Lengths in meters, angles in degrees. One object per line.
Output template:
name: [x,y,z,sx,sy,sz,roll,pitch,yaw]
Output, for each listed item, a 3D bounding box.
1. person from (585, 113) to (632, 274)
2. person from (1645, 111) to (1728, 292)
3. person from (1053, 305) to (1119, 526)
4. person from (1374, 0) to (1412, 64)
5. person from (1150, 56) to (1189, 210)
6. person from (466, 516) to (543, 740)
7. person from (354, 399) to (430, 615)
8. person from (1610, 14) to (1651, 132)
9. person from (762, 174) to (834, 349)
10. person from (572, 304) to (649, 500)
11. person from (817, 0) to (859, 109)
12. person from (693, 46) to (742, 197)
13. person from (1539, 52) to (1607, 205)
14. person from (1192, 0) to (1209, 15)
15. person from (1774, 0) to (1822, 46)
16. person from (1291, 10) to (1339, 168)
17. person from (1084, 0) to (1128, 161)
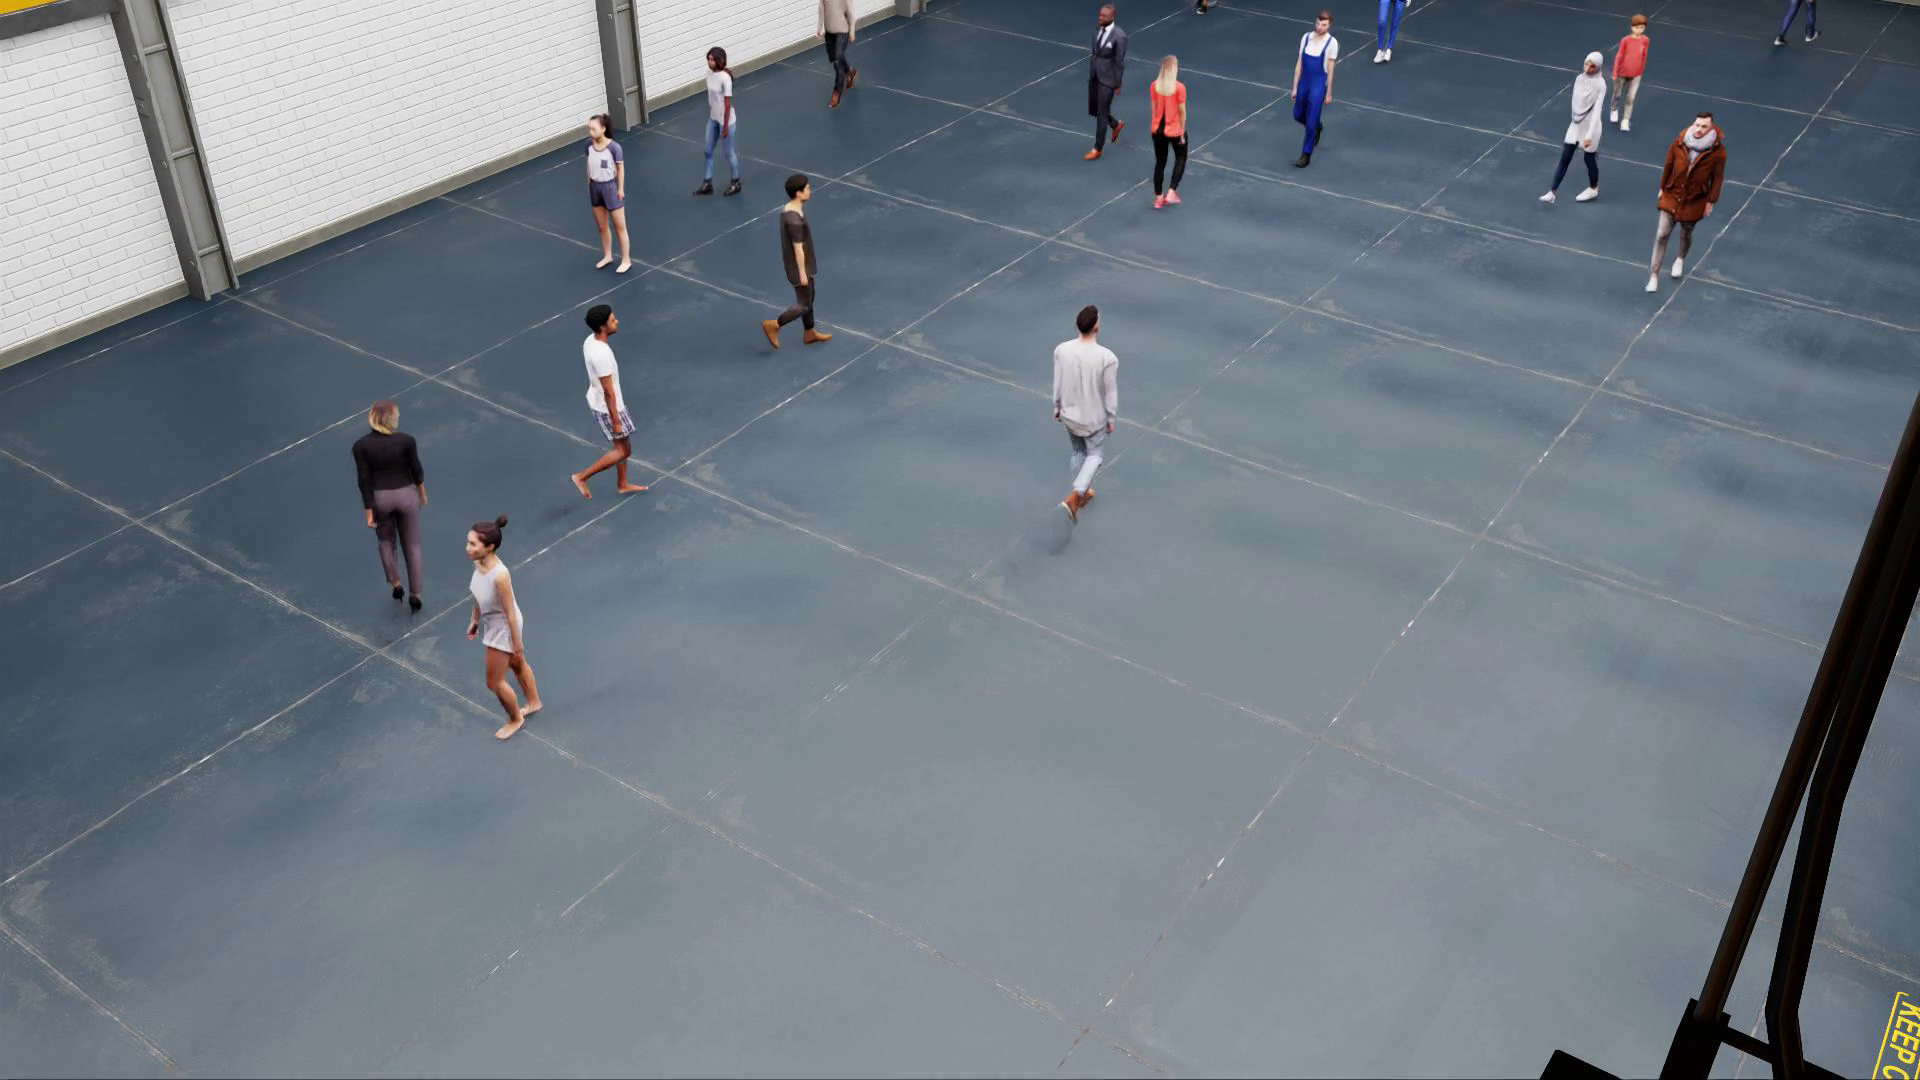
person: [-3.617,-3.560,17.041,0.627,1.650,0.562,15,36,21]
person: [7.301,-3.424,16.704,0.795,1.796,1.150,17,37,24]
person: [0.950,-0.954,12.959,0.775,1.829,0.984,15,37,21]
person: [5.980,-7.470,22.830,0.755,1.755,0.784,12,35,17]
person: [2.238,-4.466,18.381,0.623,1.676,0.602,22,39,29]
person: [-2.940,0.537,10.934,0.717,1.587,0.655,-21,39,-28]
person: [-4.077,-0.192,11.981,0.760,1.642,0.822,-18,37,-24]
person: [8.306,-5.828,20.695,0.794,1.382,1.018,6,34,8]
person: [-1.567,-2.559,15.493,0.990,1.697,0.943,-5,34,-7]
person: [-2.872,-1.050,13.204,0.975,1.717,0.897,-9,35,-13]
person: [-1.550,-6.557,21.374,0.740,1.845,1.145,16,37,23]
person: [-2.625,-4.721,18.731,0.864,1.713,0.707,-27,42,-35]
person: [7.008,-4.569,18.479,1.179,1.740,0.959,-13,36,-18]
person: [3.684,-8.521,24.866,0.529,1.250,0.519,29,43,36]
person: [11.862,-7.724,23.423,1.115,1.521,0.873,-16,37,-23]
person: [4.183,-5.344,19.556,0.650,1.838,0.976,25,41,33]
person: [1.771,-5.475,19.784,1.053,1.804,0.892,-21,39,-28]
